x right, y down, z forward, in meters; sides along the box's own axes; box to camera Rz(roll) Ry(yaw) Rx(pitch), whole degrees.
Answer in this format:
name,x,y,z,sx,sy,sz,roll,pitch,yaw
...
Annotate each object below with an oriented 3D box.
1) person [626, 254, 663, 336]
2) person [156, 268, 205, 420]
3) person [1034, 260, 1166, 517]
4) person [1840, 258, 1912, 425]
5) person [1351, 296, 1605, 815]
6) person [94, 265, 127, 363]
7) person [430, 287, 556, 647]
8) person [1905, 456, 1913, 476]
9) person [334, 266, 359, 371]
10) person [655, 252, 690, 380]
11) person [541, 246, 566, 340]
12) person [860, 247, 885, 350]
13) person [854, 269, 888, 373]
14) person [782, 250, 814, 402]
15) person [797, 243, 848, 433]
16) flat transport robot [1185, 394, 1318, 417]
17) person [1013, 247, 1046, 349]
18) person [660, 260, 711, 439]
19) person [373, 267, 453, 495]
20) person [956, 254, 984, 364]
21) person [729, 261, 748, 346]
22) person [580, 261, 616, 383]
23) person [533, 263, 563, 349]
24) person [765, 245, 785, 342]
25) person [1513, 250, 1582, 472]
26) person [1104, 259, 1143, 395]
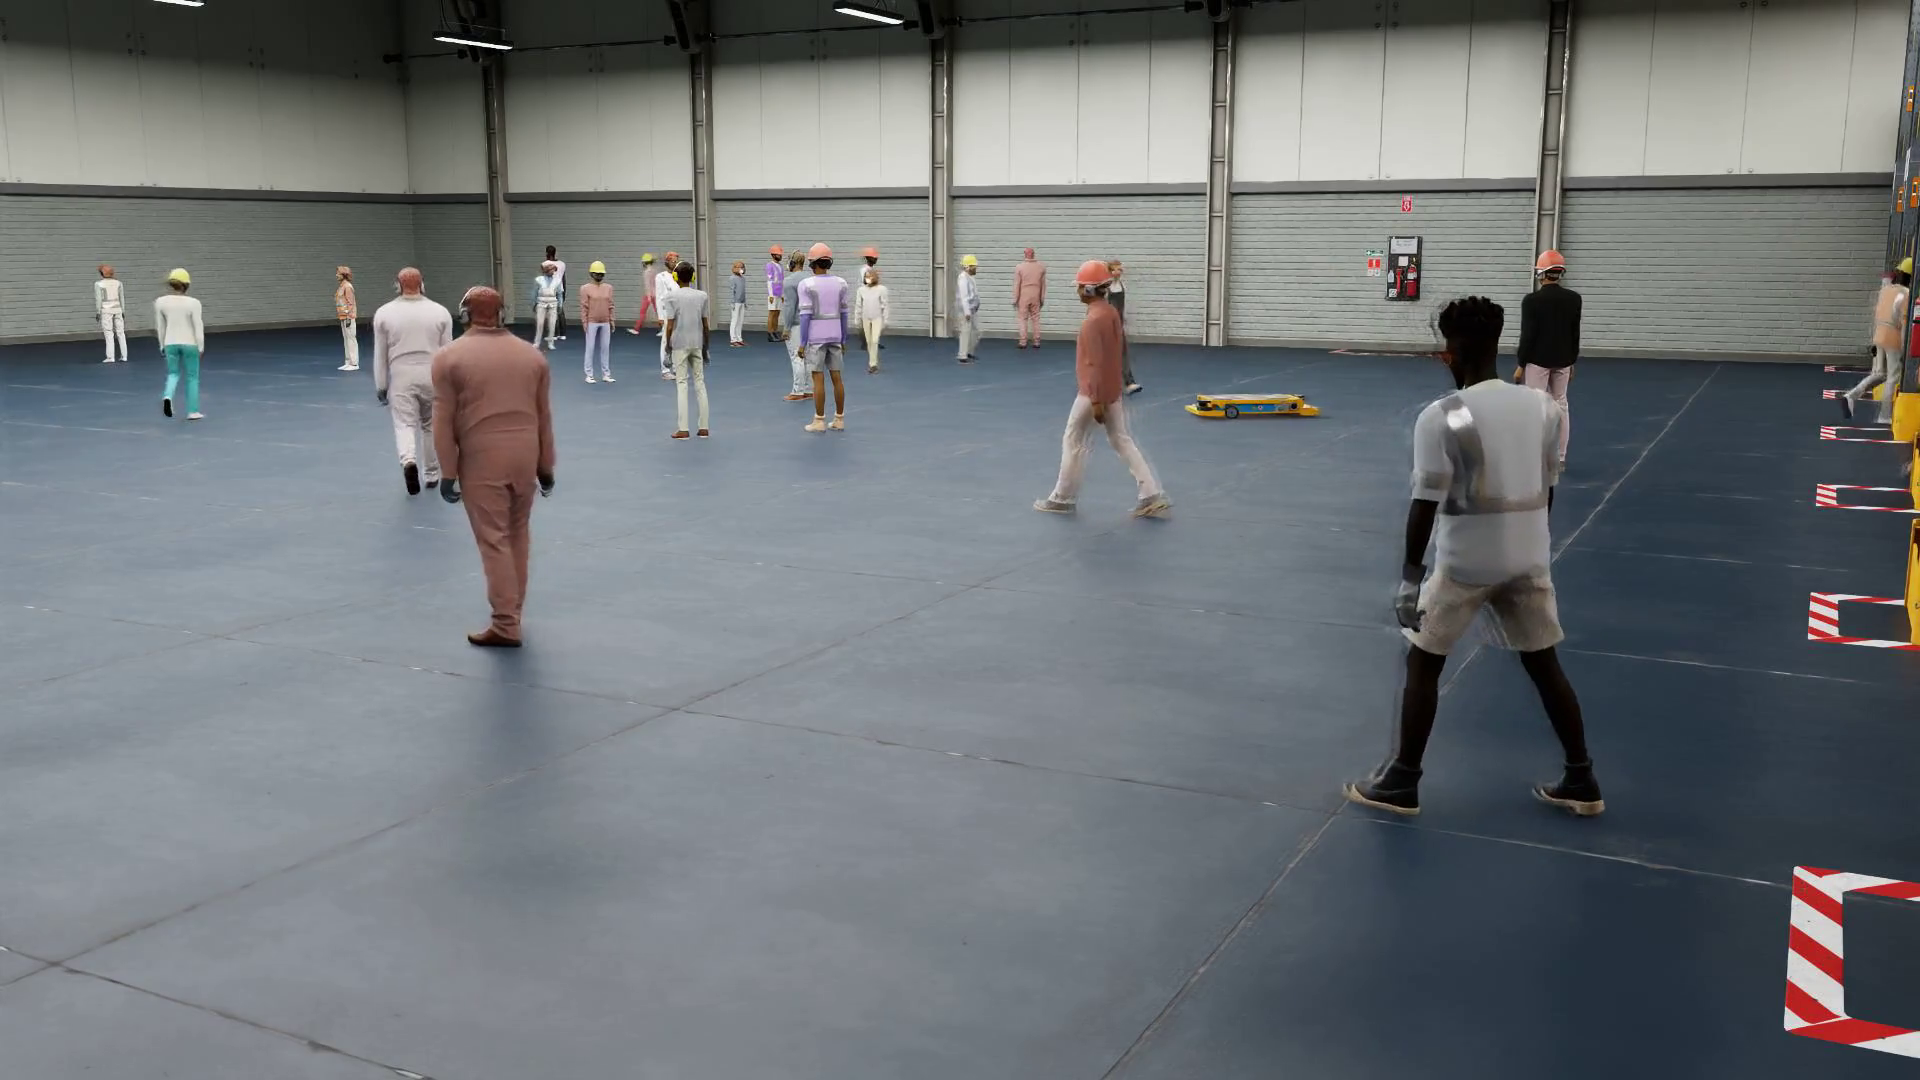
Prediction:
name,x,y,z,sx,sy,sz,roll,pitch,yaw
person,-6.640,-5.191,35.317,0.902,1.724,0.532,4,11,19
person,-8.957,-2.236,19.090,0.533,1.755,0.521,-1,10,-3
person,1.090,-1.132,12.581,1.028,1.955,0.604,6,12,29
person,10.344,-2.206,18.586,0.681,1.883,0.637,-1,10,-3
person,1.918,0.078,6.094,0.802,1.914,0.552,-3,11,-17
person,-14.250,-3.791,27.901,0.309,1.638,0.522,6,12,28
person,-2.458,-0.390,8.786,0.646,1.858,0.691,-10,14,-44
person,8.743,-1.330,14.475,0.952,1.633,0.528,1,10,5
person,-9.688,-3.495,26.274,0.309,1.645,0.514,-7,12,-33
person,-4.256,-3.320,24.664,0.341,1.882,0.587,7,13,35
person,-8.308,-5.058,34.053,0.374,1.915,0.597,7,13,34
person,-1.597,-4.456,30.764,0.585,1.914,0.565,3,11,15
person,-1.404,-3.369,25.695,0.515,1.601,0.779,4,11,20
person,-2.076,-2.739,21.345,0.366,1.939,0.635,5,12,26
person,-1.494,-2.175,17.982,0.607,2.045,0.390,-7,13,-35
flat transport robot,3.445,-1.600,19.689,1.431,0.197,0.652,-1,10,-7
person,1.296,-4.565,31.396,0.651,1.904,0.403,-4,11,-20
person,-2.883,-1.984,17.434,0.572,1.869,0.332,-7,12,-32
person,-4.502,-1.312,13.763,0.646,1.875,0.825,-4,11,-19
person,0.177,-3.815,27.548,0.495,1.812,0.616,3,11,14
person,-4.263,-4.553,32.073,0.279,1.631,0.504,5,11,24
person,-5.219,-3.141,24.043,0.522,1.759,0.350,-9,13,-39
person,-7.689,-4.357,31.060,0.547,1.605,0.404,-3,11,-17
person,-3.672,-4.935,33.320,0.375,1.939,0.546,4,11,21
person,5.276,-1.599,14.971,0.610,1.996,0.378,-3,11,-15
person,2.083,-2.833,22.229,0.524,1.797,0.943,-7,13,-34
